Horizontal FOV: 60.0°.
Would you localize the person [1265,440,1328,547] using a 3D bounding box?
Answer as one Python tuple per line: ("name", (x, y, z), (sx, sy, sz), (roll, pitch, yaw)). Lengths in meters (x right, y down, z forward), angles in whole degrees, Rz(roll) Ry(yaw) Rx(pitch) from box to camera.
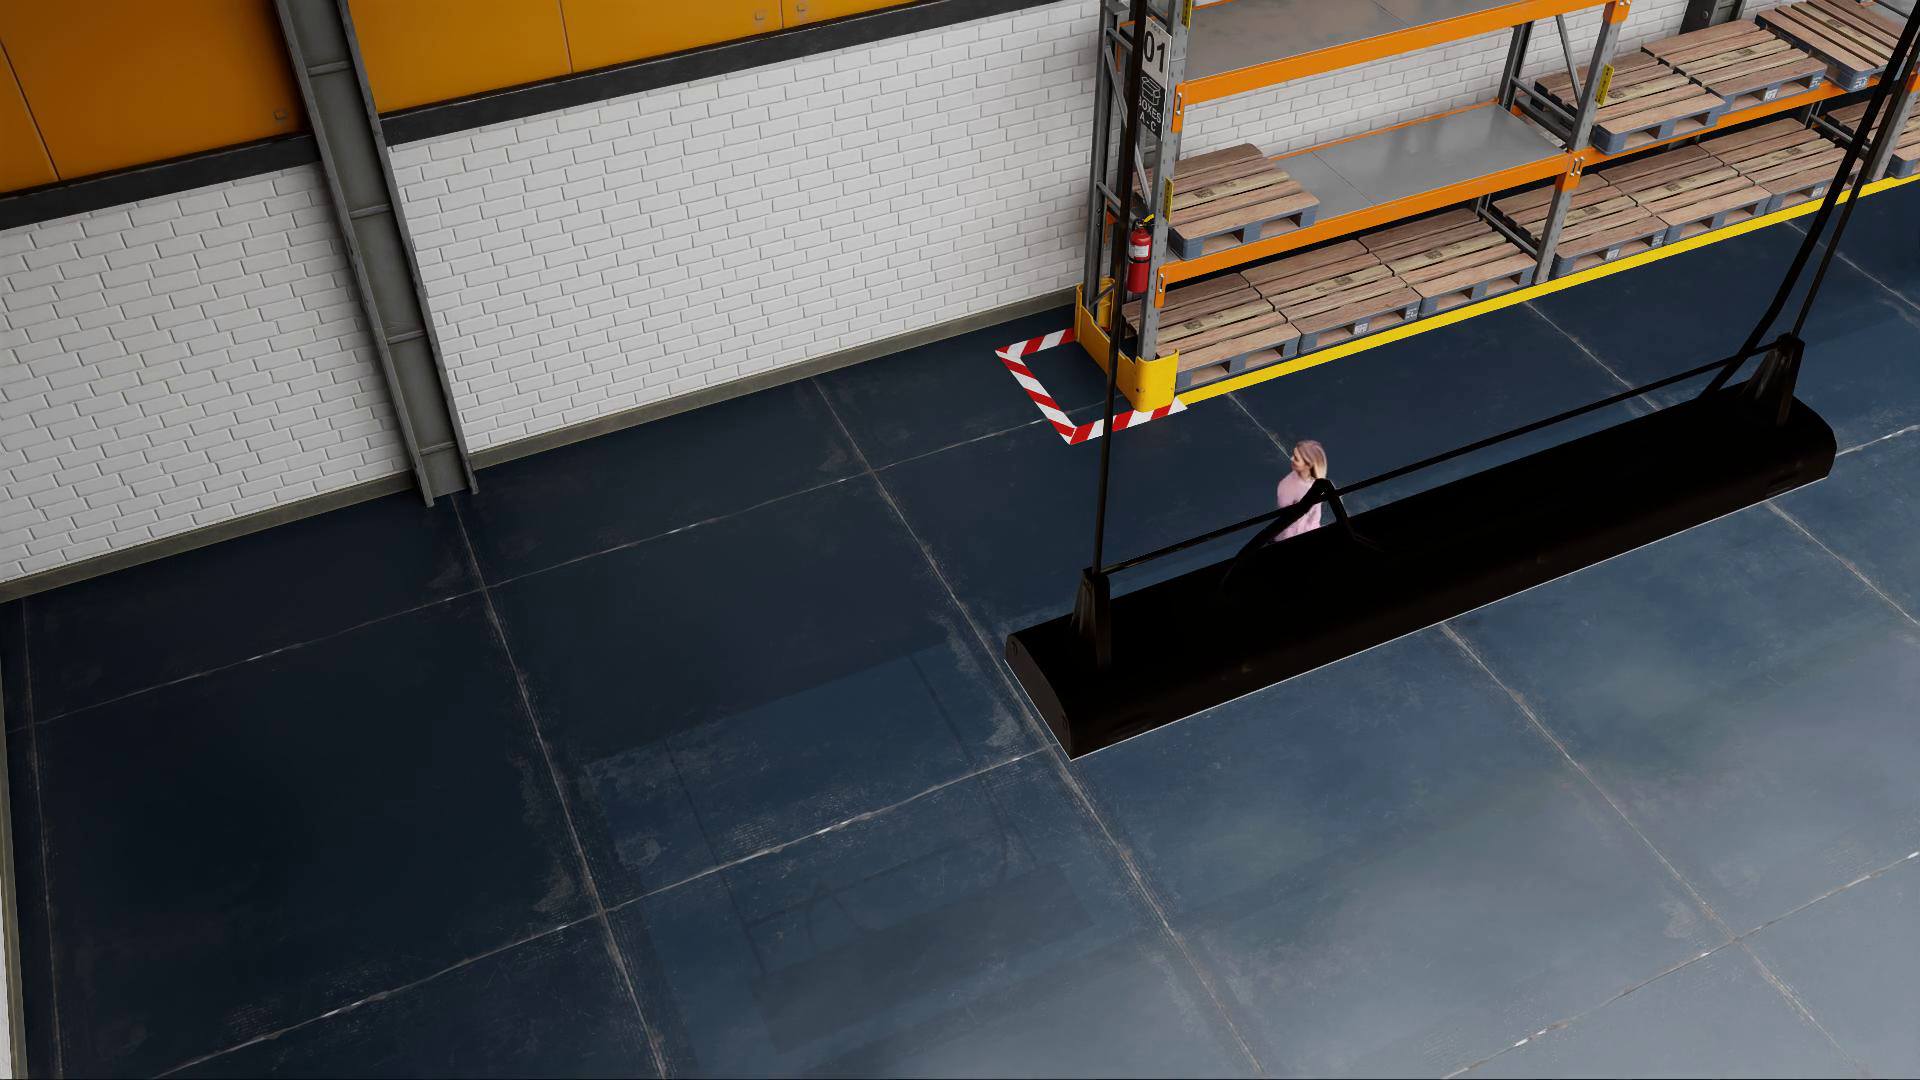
("person", (2.313, 0.007, 11.020), (0.789, 1.673, 0.732), (0, 44, 0))
